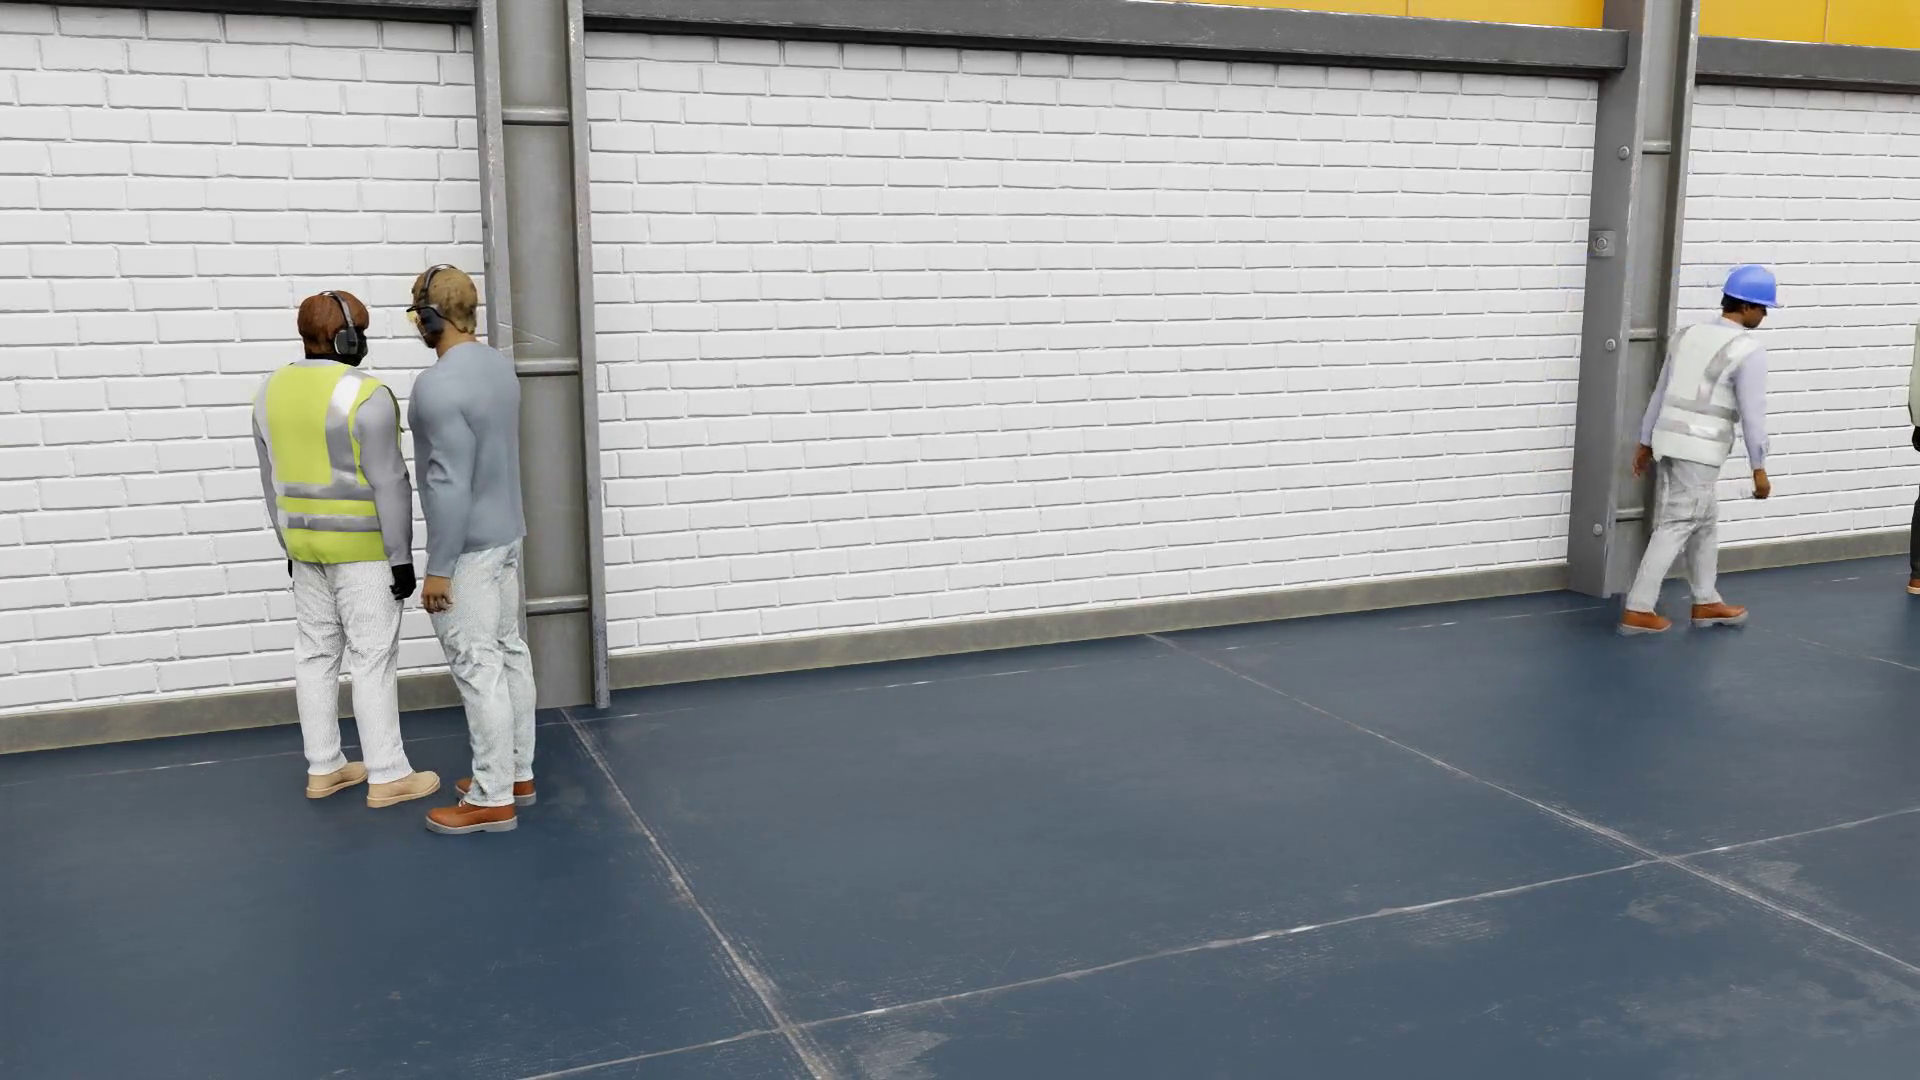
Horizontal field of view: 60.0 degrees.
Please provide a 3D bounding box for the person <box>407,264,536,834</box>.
[{"bbox_3d":[-1.674,0.036,5.691,0.359,1.936,0.632,1,10,5],"label":"person"}]

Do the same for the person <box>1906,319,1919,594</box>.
[{"bbox_3d":[5.638,-0.653,9.323,0.375,1.997,0.612,-7,13,-35],"label":"person"}]

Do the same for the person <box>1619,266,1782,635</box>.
[{"bbox_3d":[3.798,-0.437,8.451,0.873,1.878,0.626,-2,11,-12],"label":"person"}]

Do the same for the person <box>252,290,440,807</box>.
[{"bbox_3d":[-2.186,0.038,5.946,0.625,1.844,0.429,5,11,24],"label":"person"}]
